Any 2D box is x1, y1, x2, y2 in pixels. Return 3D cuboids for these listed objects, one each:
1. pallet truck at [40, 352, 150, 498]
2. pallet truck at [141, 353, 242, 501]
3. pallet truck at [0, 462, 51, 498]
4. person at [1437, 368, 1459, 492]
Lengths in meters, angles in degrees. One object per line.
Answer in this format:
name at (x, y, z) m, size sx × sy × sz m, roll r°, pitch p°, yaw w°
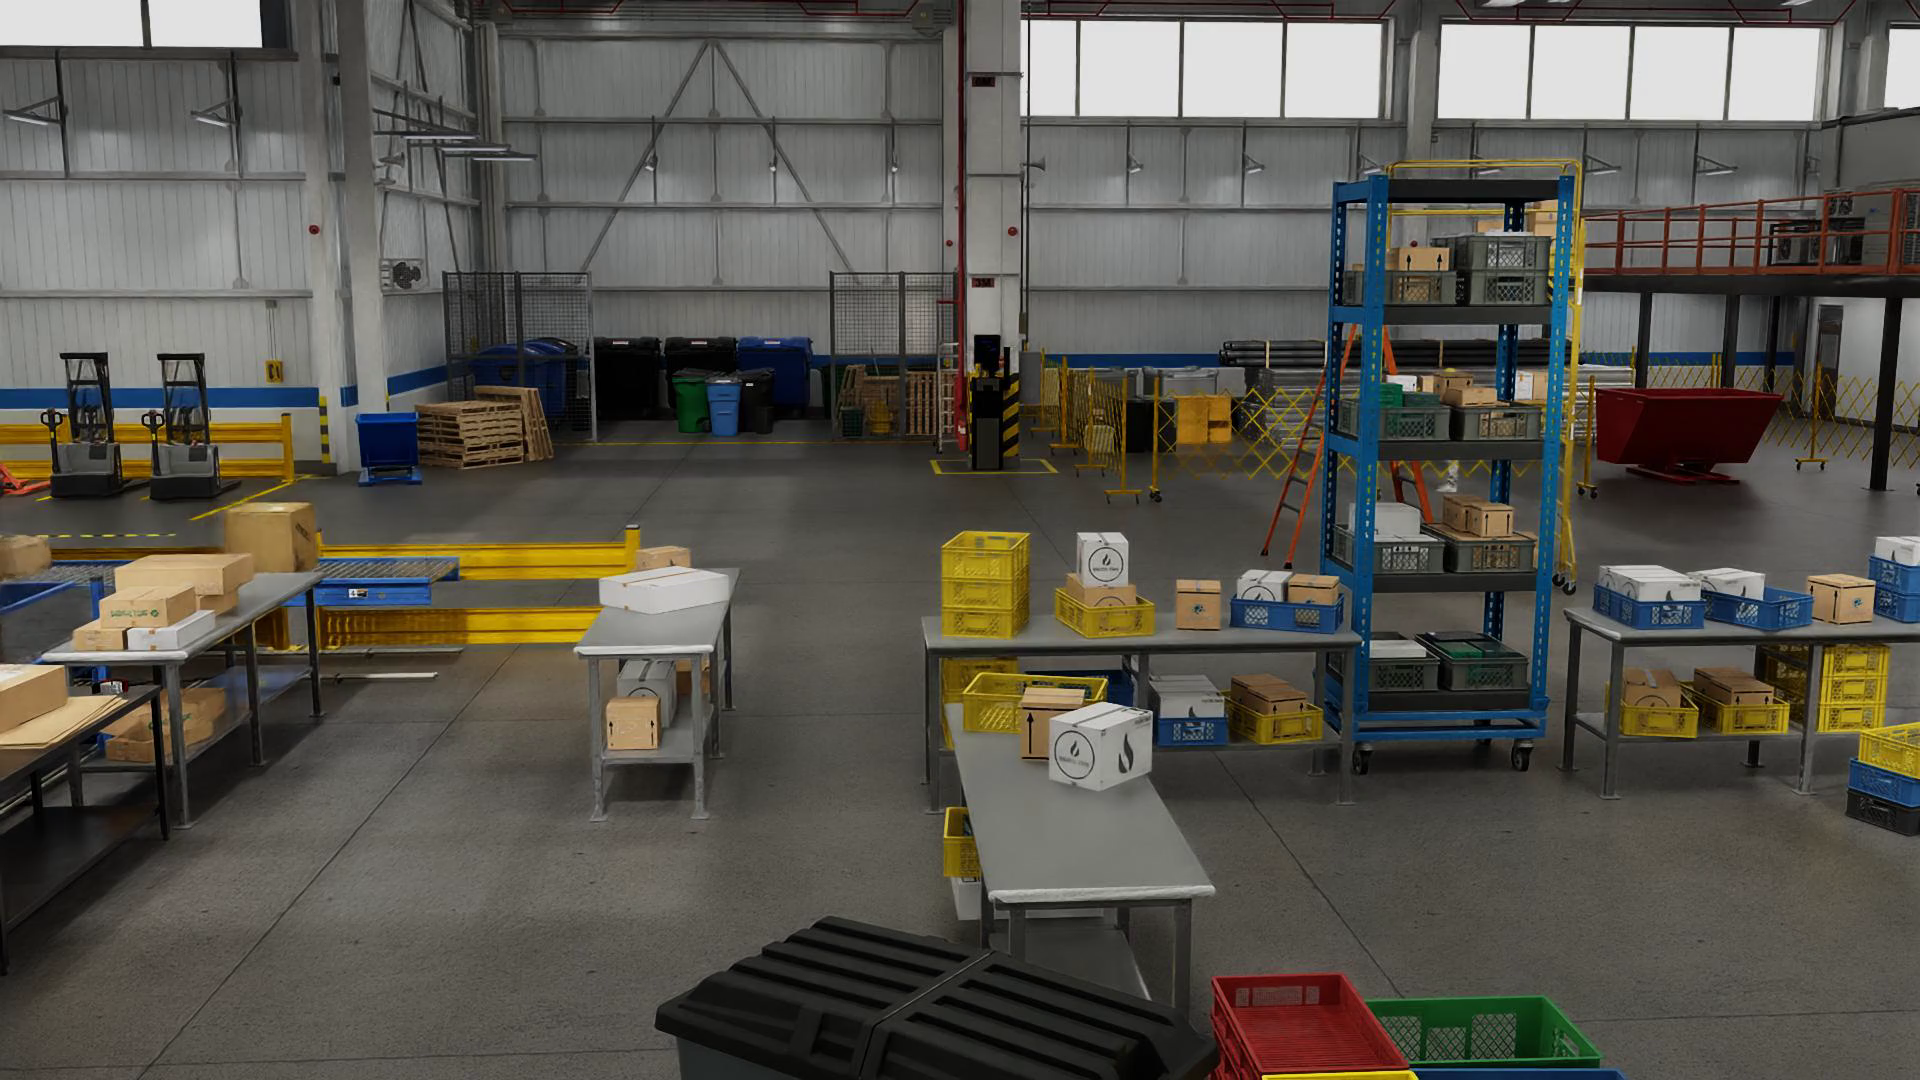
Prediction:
pallet truck at (-11.907, -1.642, 23.165) m, size 0.823 × 1.965 × 1.885 m, roll 0°, pitch 9°, yaw 0°
pallet truck at (-10.520, -1.604, 22.925) m, size 0.823 × 1.965 × 1.885 m, roll -1°, pitch 9°, yaw -6°
pallet truck at (-13.193, -1.293, 23.148) m, size 0.653 × 1.274 × 1.630 m, roll -1°, pitch 9°, yaw -4°
person at (6.883, -1.548, 23.368) m, size 0.292 × 1.745 × 0.485 m, roll 3°, pitch 10°, yaw 20°
